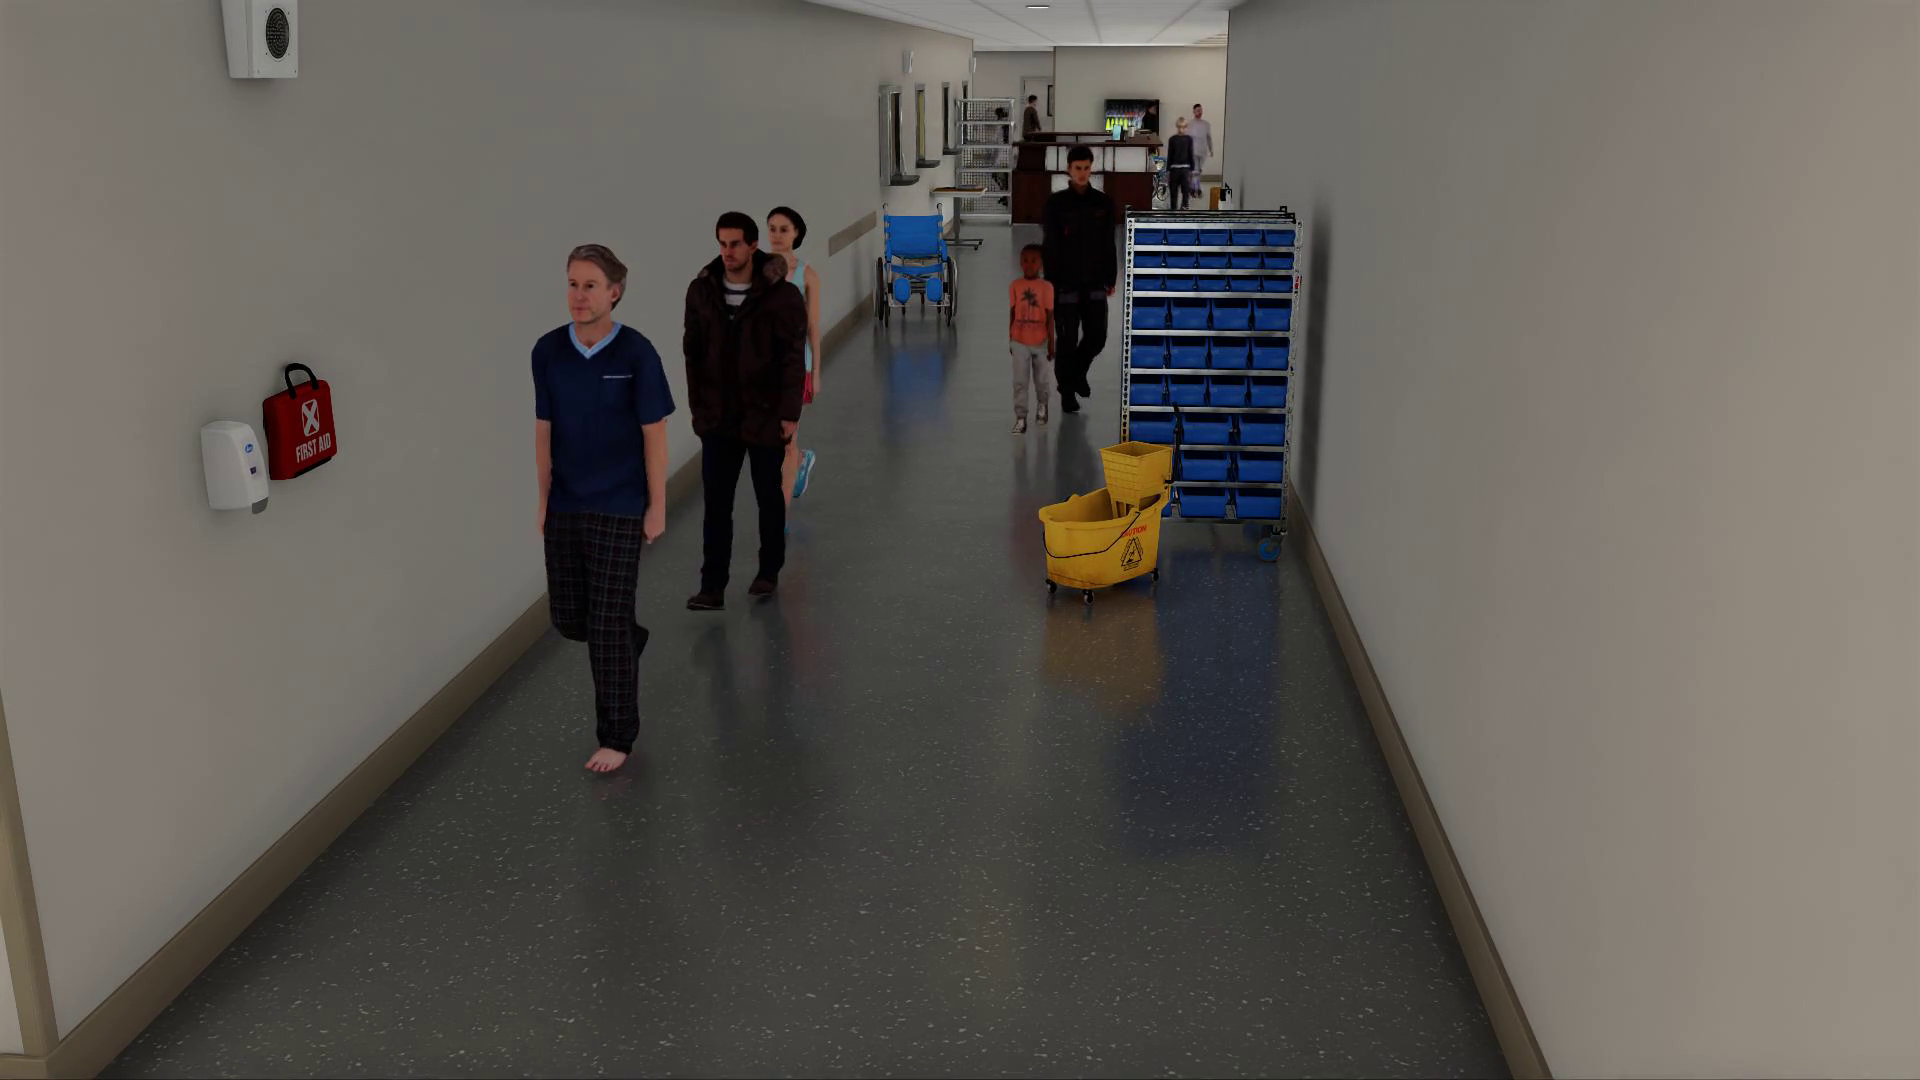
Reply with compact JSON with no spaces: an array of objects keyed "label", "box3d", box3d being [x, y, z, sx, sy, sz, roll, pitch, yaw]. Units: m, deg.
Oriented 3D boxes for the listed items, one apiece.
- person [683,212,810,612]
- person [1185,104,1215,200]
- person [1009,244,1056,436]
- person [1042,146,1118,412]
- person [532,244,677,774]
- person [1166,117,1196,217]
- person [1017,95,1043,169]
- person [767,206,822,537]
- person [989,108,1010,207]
[{"label":"person","box3d":[-0.966,-0.600,7.766,0.978,1.816,0.902,4,16,12]},{"label":"person","box3d":[4.605,-7.535,32.406,1.160,1.794,0.988,-4,16,-12]},{"label":"person","box3d":[0.514,-1.396,11.552,0.872,1.292,0.662,4,16,14]},{"label":"person","box3d":[0.852,-1.932,12.288,0.837,1.924,0.921,-3,16,-10]},{"label":"person","box3d":[-1.276,-0.129,6.026,0.928,1.853,0.836,4,16,15]},{"label":"person","box3d":[3.642,-6.108,27.500,0.890,1.708,0.695,2,16,7]},{"label":"person","box3d":[1.635,-10.044,41.237,1.228,1.829,0.972,-6,17,-21]},{"label":"person","box3d":[-0.947,-0.908,8.980,1.018,1.749,0.767,4,16,14]},{"label":"person","box3d":[0.807,-7.041,30.670,0.825,1.784,0.884,-11,19,-34]}]
